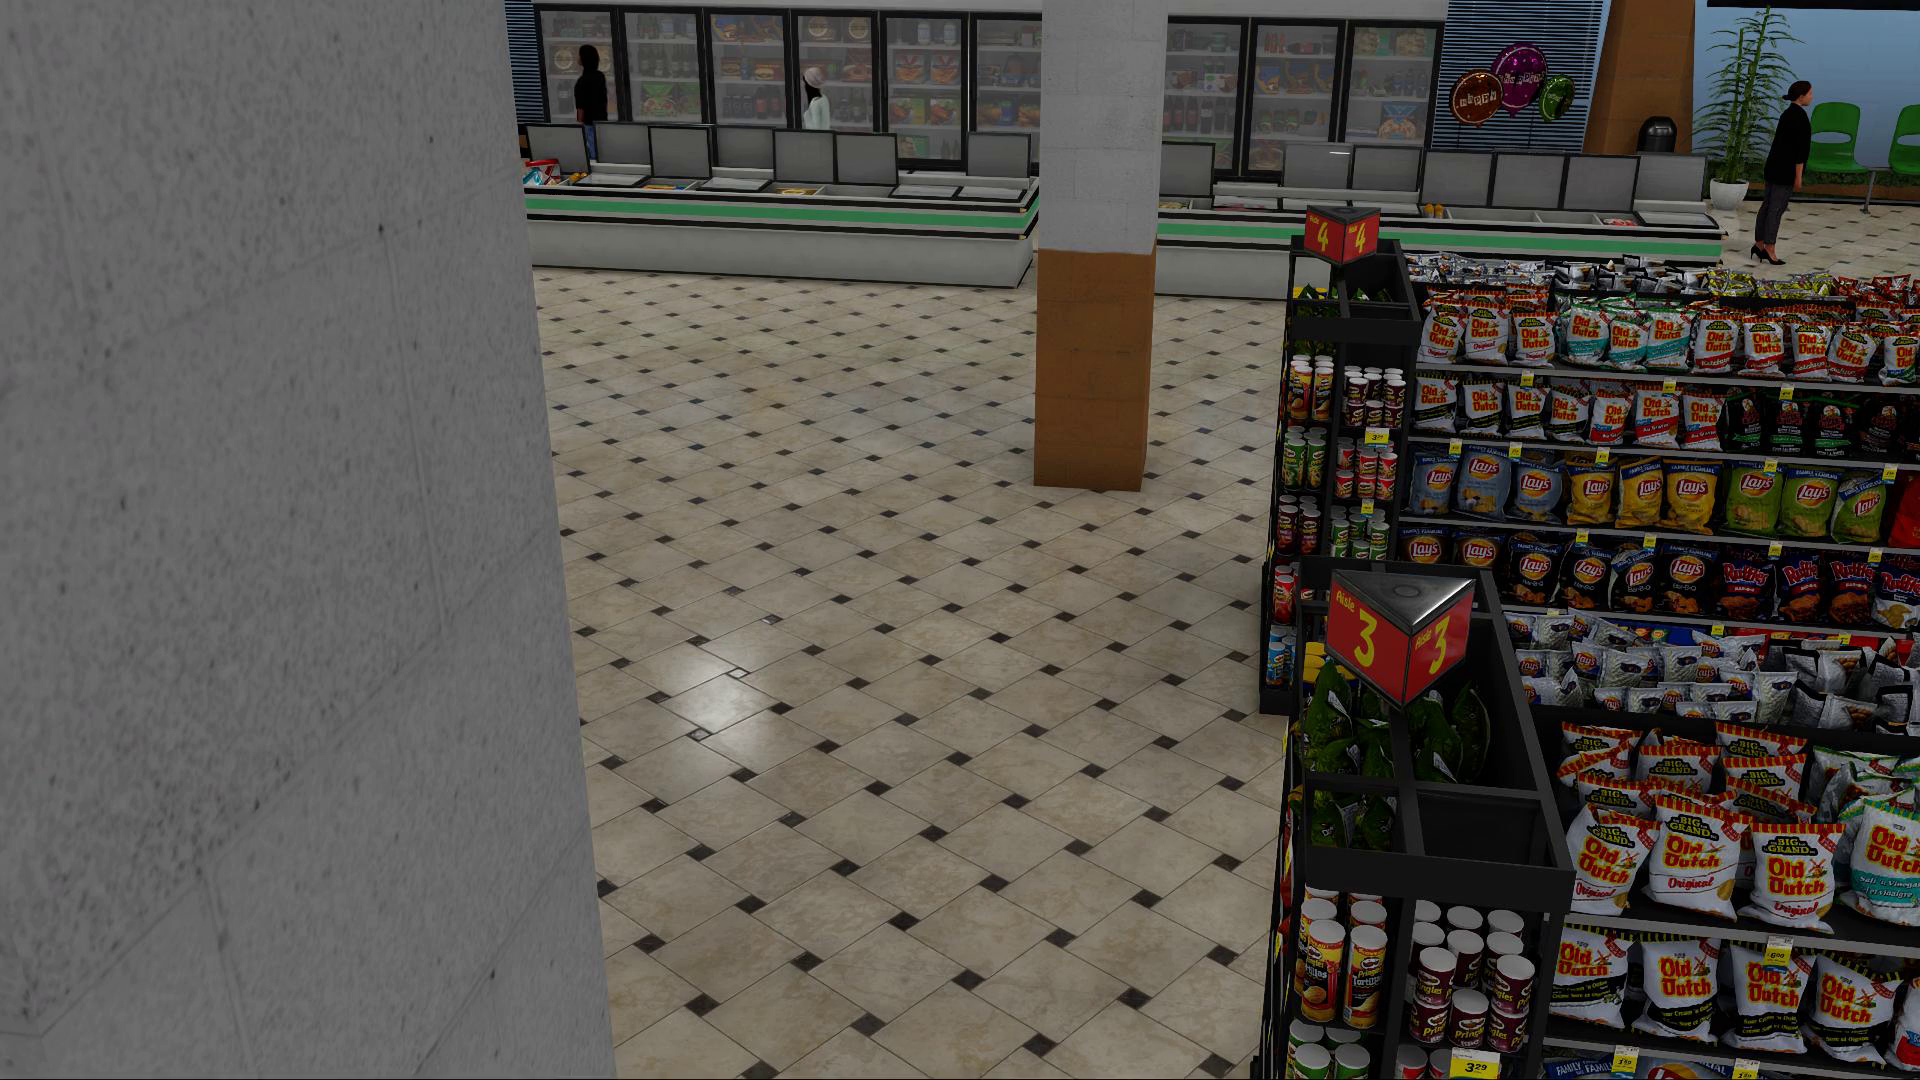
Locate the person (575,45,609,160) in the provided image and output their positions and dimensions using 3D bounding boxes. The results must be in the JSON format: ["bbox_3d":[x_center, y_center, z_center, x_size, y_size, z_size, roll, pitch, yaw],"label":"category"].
[{"bbox_3d":[-3.980,-4.584,18.387,0.594,1.686,0.582,7,24,15],"label":"person"}]

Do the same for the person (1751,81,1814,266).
[{"bbox_3d":[7.861,-3.514,15.900,0.613,1.719,0.669,0,24,1],"label":"person"}]

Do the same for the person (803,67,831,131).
[{"bbox_3d":[-1.471,-4.060,17.238,0.475,1.647,0.571,3,24,8],"label":"person"}]
